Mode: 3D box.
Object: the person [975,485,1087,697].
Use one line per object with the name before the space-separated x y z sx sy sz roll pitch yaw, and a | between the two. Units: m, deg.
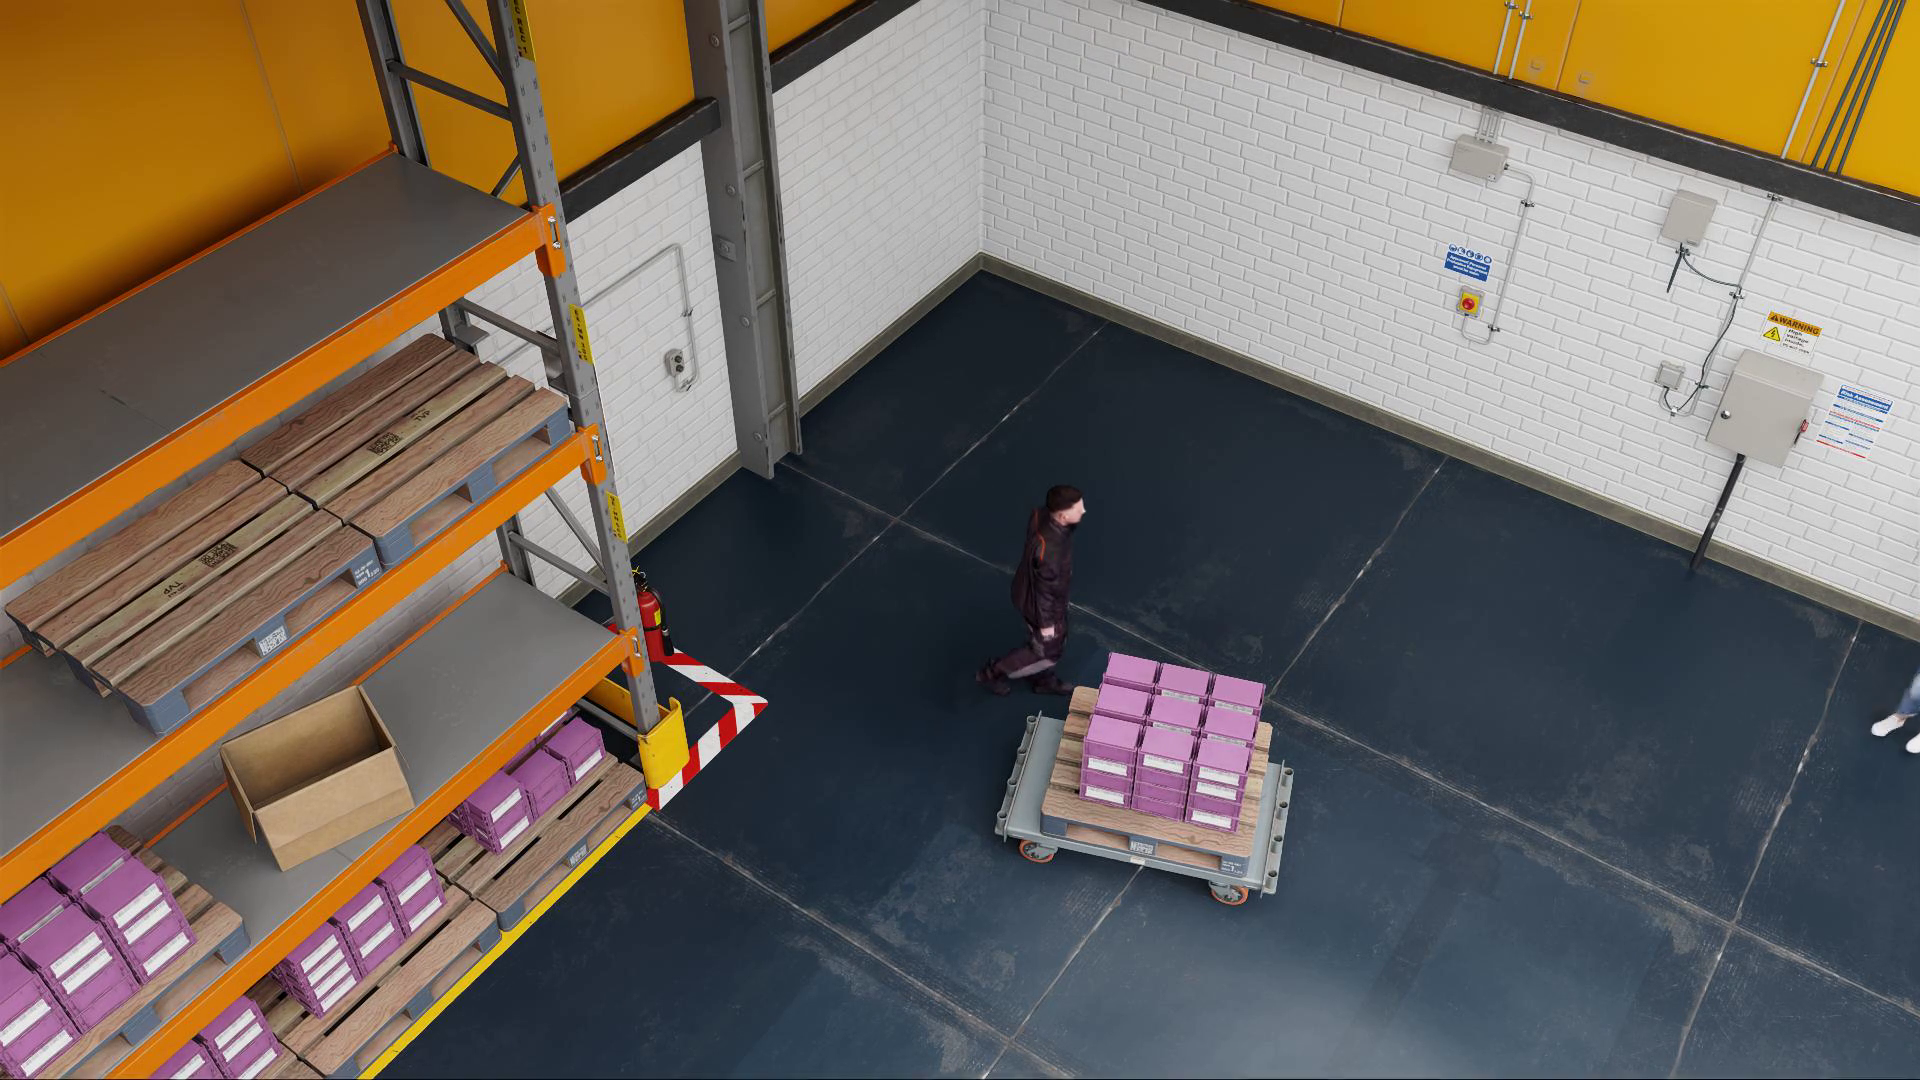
person | 0.434 0.365 10.202 1.056 1.834 1.024 -2 44 -2
